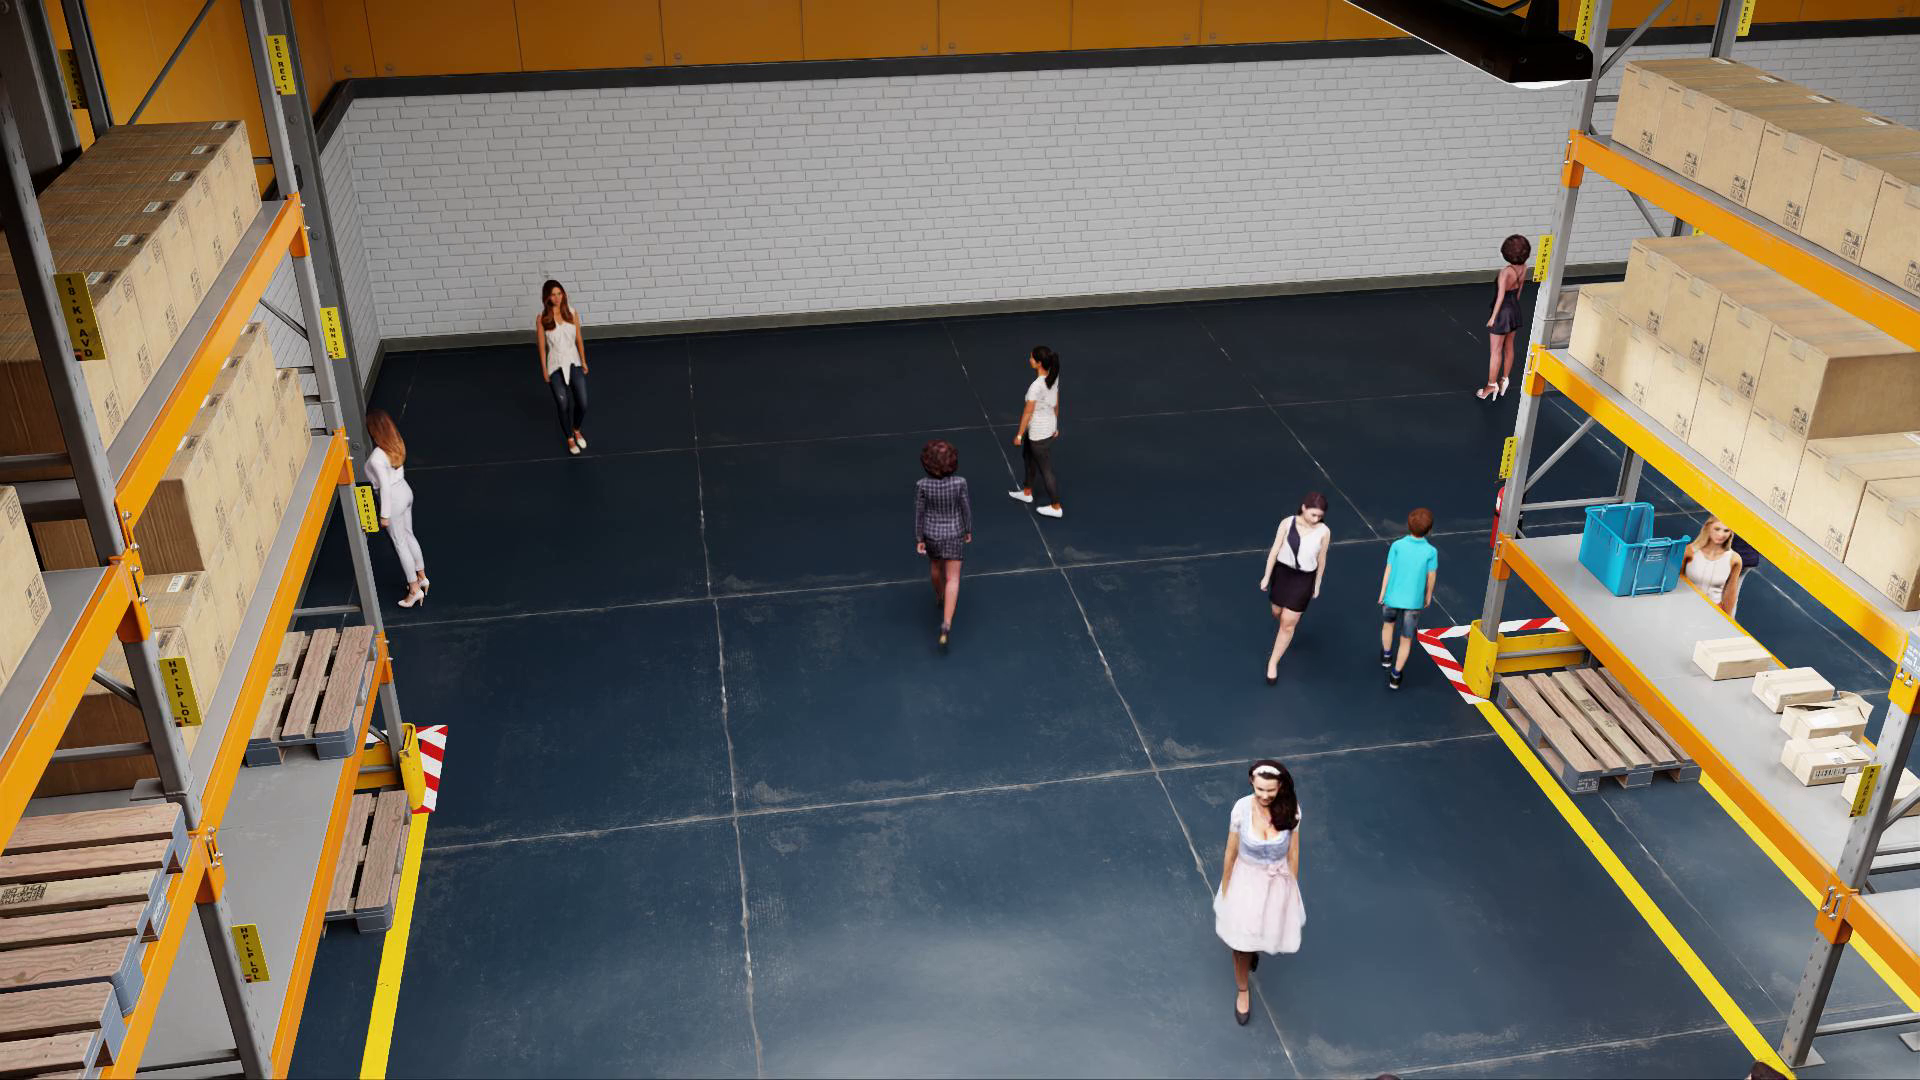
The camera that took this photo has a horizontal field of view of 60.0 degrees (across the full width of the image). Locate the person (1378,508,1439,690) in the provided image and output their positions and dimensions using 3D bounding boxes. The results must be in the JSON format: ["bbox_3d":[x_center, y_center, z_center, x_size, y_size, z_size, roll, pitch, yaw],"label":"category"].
[{"bbox_3d":[3.366,0.463,12.632,0.740,1.422,0.848,10,30,18],"label":"person"}]

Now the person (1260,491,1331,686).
[{"bbox_3d":[2.562,0.306,12.722,0.893,1.611,1.052,11,30,19],"label":"person"}]

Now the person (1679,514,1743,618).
[{"bbox_3d":[5.312,0.572,12.039,0.731,1.799,0.756,9,30,16],"label":"person"}]

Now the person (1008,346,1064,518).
[{"bbox_3d":[0.817,-0.950,15.021,0.896,1.616,0.879,12,31,20],"label":"person"}]

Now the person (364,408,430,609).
[{"bbox_3d":[-4.615,-0.265,13.607,0.689,1.767,0.537,1,29,3],"label":"person"}]

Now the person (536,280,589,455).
[{"bbox_3d":[-3.893,-1.714,16.247,0.681,1.782,0.666,-15,32,-25],"label":"person"}]

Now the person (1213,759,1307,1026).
[{"bbox_3d":[1.703,1.953,9.504,0.801,1.802,0.931,3,29,5],"label":"person"}]

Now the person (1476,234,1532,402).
[{"bbox_3d":[5.700,-2.329,17.368,0.639,1.789,0.669,-21,35,-33],"label":"person"}]

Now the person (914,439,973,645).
[{"bbox_3d":[-0.128,0.041,13.154,0.789,1.664,1.108,3,29,5],"label":"person"}]
